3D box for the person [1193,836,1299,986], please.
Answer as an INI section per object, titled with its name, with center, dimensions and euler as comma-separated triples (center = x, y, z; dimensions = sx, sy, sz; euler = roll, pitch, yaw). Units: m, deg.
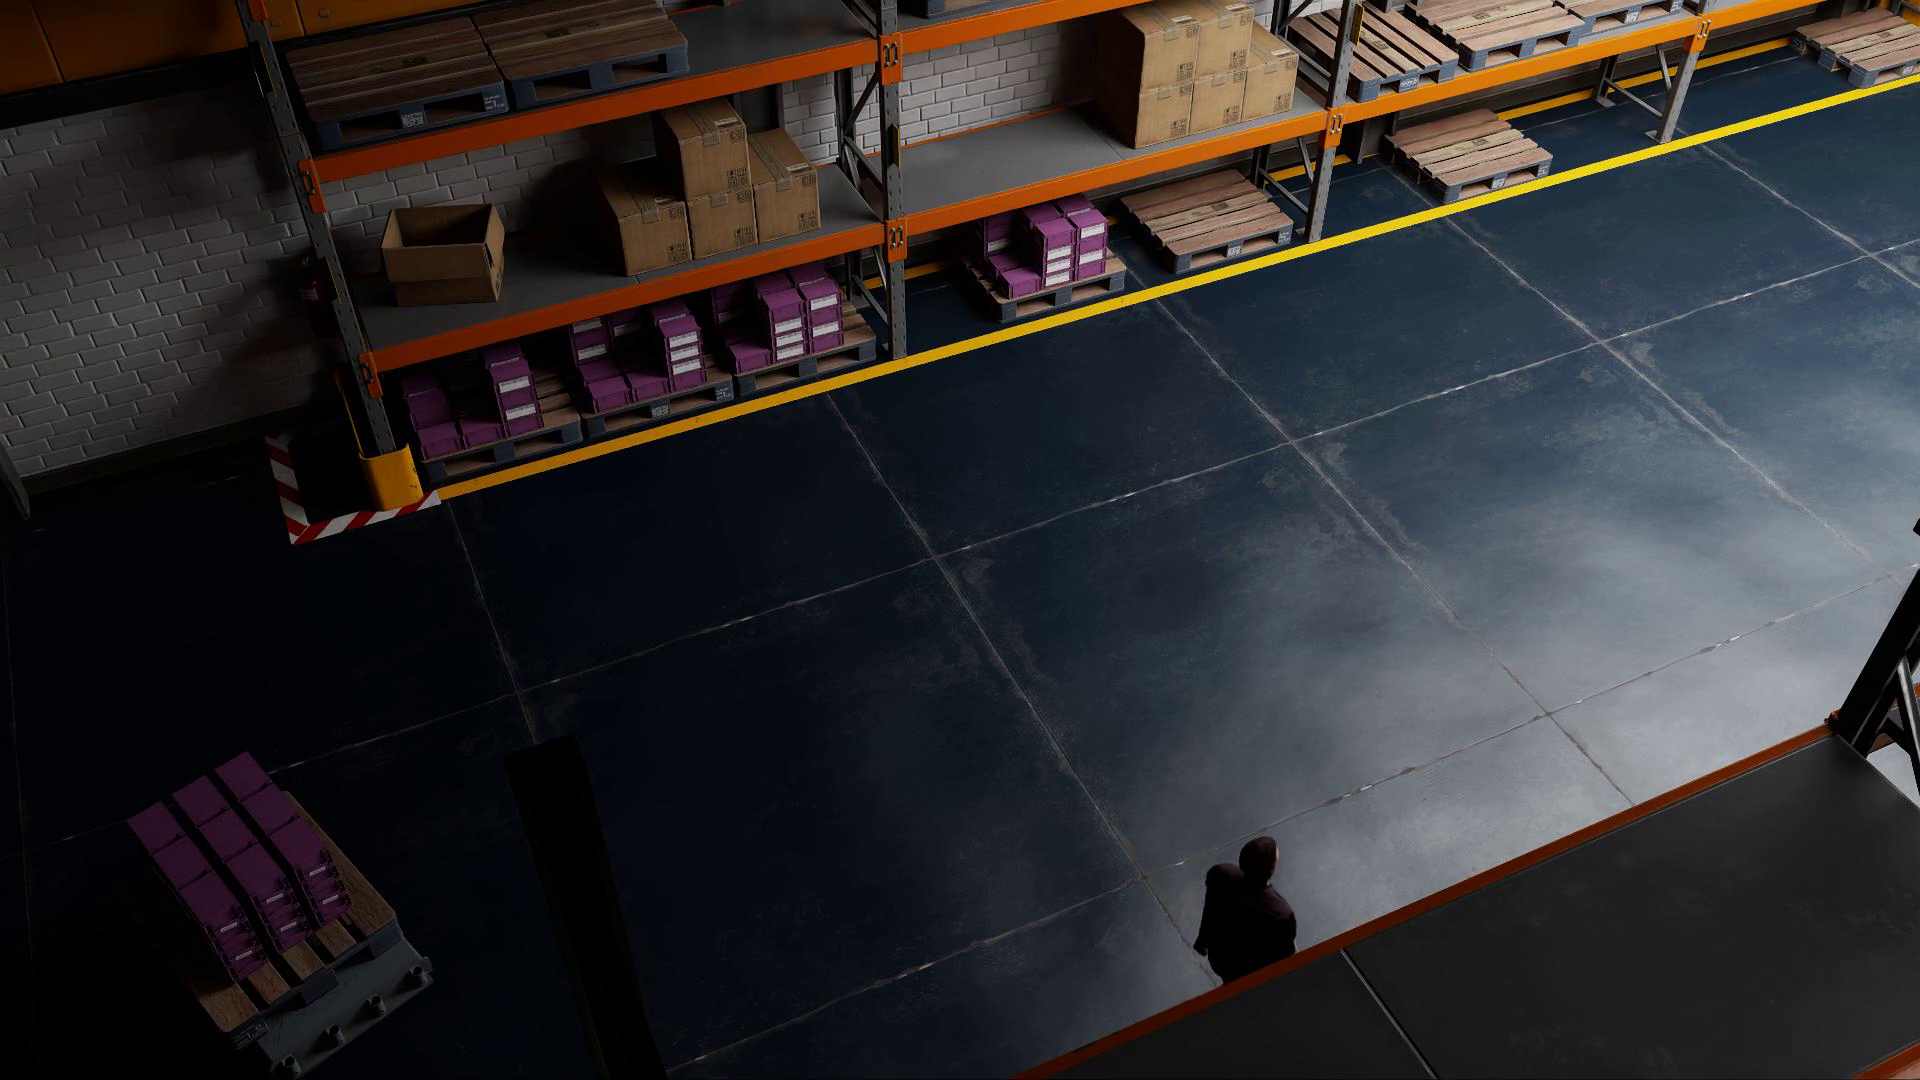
[person]
center = 1.354, 2.178, 8.359
dimensions = 1.273, 1.789, 0.869
euler = -28, 50, -26
